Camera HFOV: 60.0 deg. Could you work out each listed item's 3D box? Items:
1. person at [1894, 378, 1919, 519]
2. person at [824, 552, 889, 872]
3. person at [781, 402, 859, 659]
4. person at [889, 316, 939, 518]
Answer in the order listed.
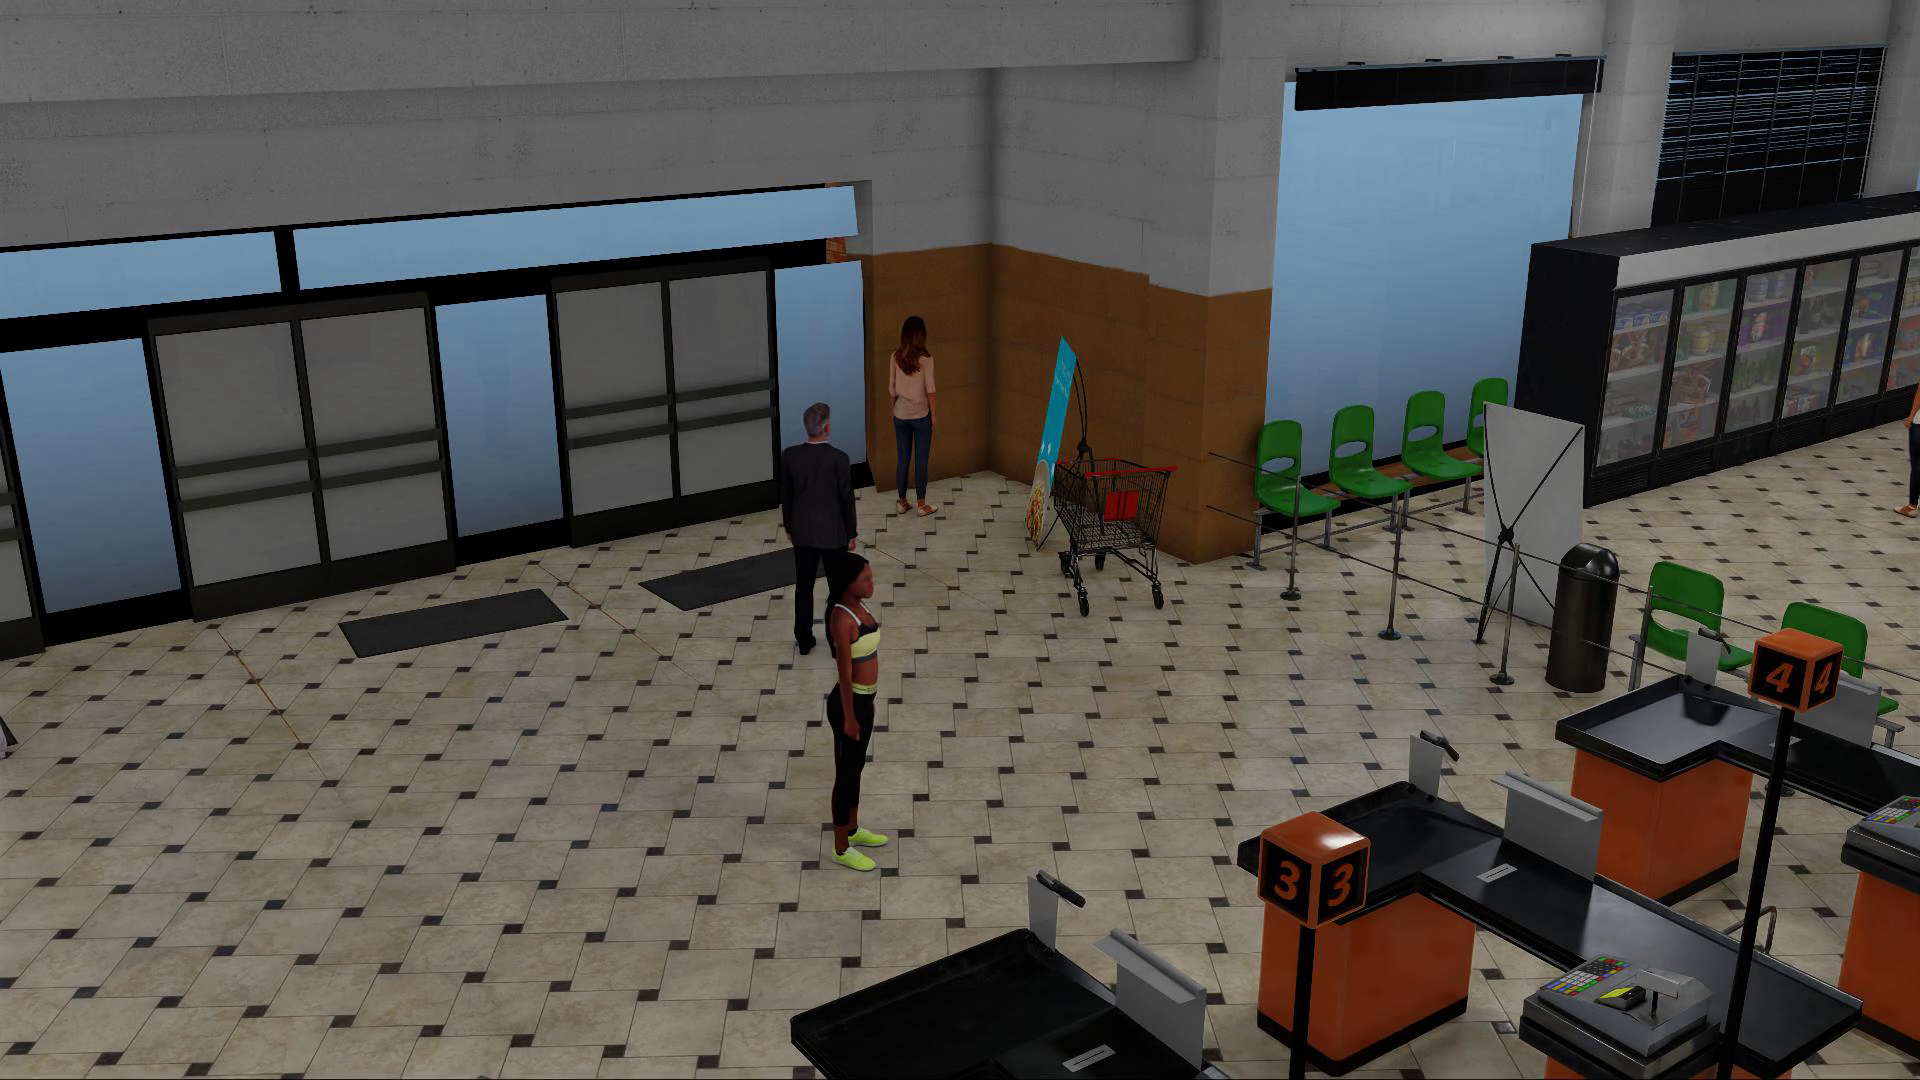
[{"bbox_3d":[8.633,-1.076,14.739,0.684,1.785,0.689,-2,19,-5],"label":"person"},{"bbox_3d":[-0.588,0.899,8.927,0.695,1.755,0.639,4,19,11],"label":"person"},{"bbox_3d":[-0.978,-0.072,11.671,0.775,1.842,0.865,5,19,15],"label":"person"},{"bbox_3d":[-0.426,-1.104,14.814,0.621,1.790,0.735,9,20,24],"label":"person"}]
